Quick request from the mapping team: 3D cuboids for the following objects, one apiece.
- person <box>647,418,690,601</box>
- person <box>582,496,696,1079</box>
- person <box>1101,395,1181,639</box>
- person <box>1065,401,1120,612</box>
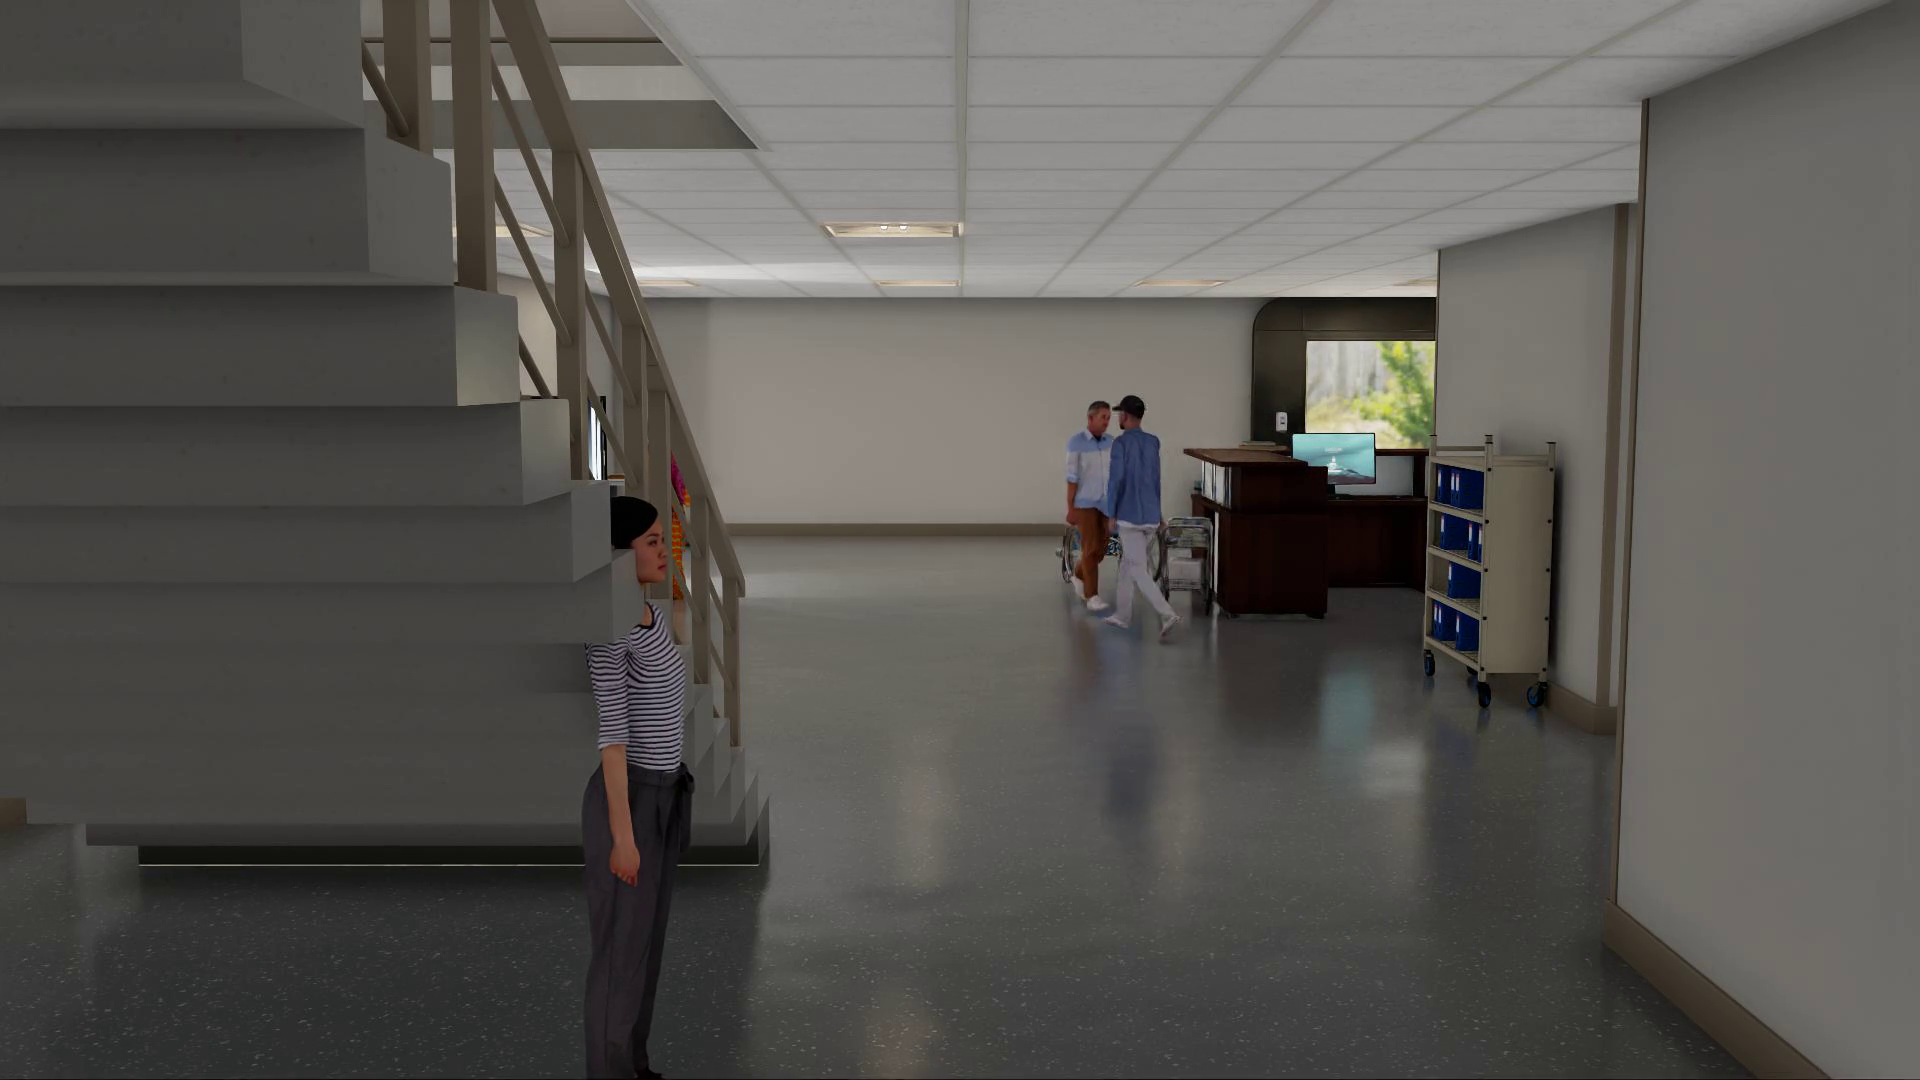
[{"bbox_3d":[-2.739,-0.297,15.119,0.792,1.669,0.860,-6,8,-45],"label":"person"},{"bbox_3d":[-0.901,0.740,4.497,0.664,1.733,0.474,0,6,5],"label":"person"},{"bbox_3d":[1.424,-0.161,12.834,1.108,1.857,1.231,-4,7,-38],"label":"person"},{"bbox_3d":[1.132,-0.293,14.480,1.004,1.790,1.214,-3,6,-27],"label":"person"}]
